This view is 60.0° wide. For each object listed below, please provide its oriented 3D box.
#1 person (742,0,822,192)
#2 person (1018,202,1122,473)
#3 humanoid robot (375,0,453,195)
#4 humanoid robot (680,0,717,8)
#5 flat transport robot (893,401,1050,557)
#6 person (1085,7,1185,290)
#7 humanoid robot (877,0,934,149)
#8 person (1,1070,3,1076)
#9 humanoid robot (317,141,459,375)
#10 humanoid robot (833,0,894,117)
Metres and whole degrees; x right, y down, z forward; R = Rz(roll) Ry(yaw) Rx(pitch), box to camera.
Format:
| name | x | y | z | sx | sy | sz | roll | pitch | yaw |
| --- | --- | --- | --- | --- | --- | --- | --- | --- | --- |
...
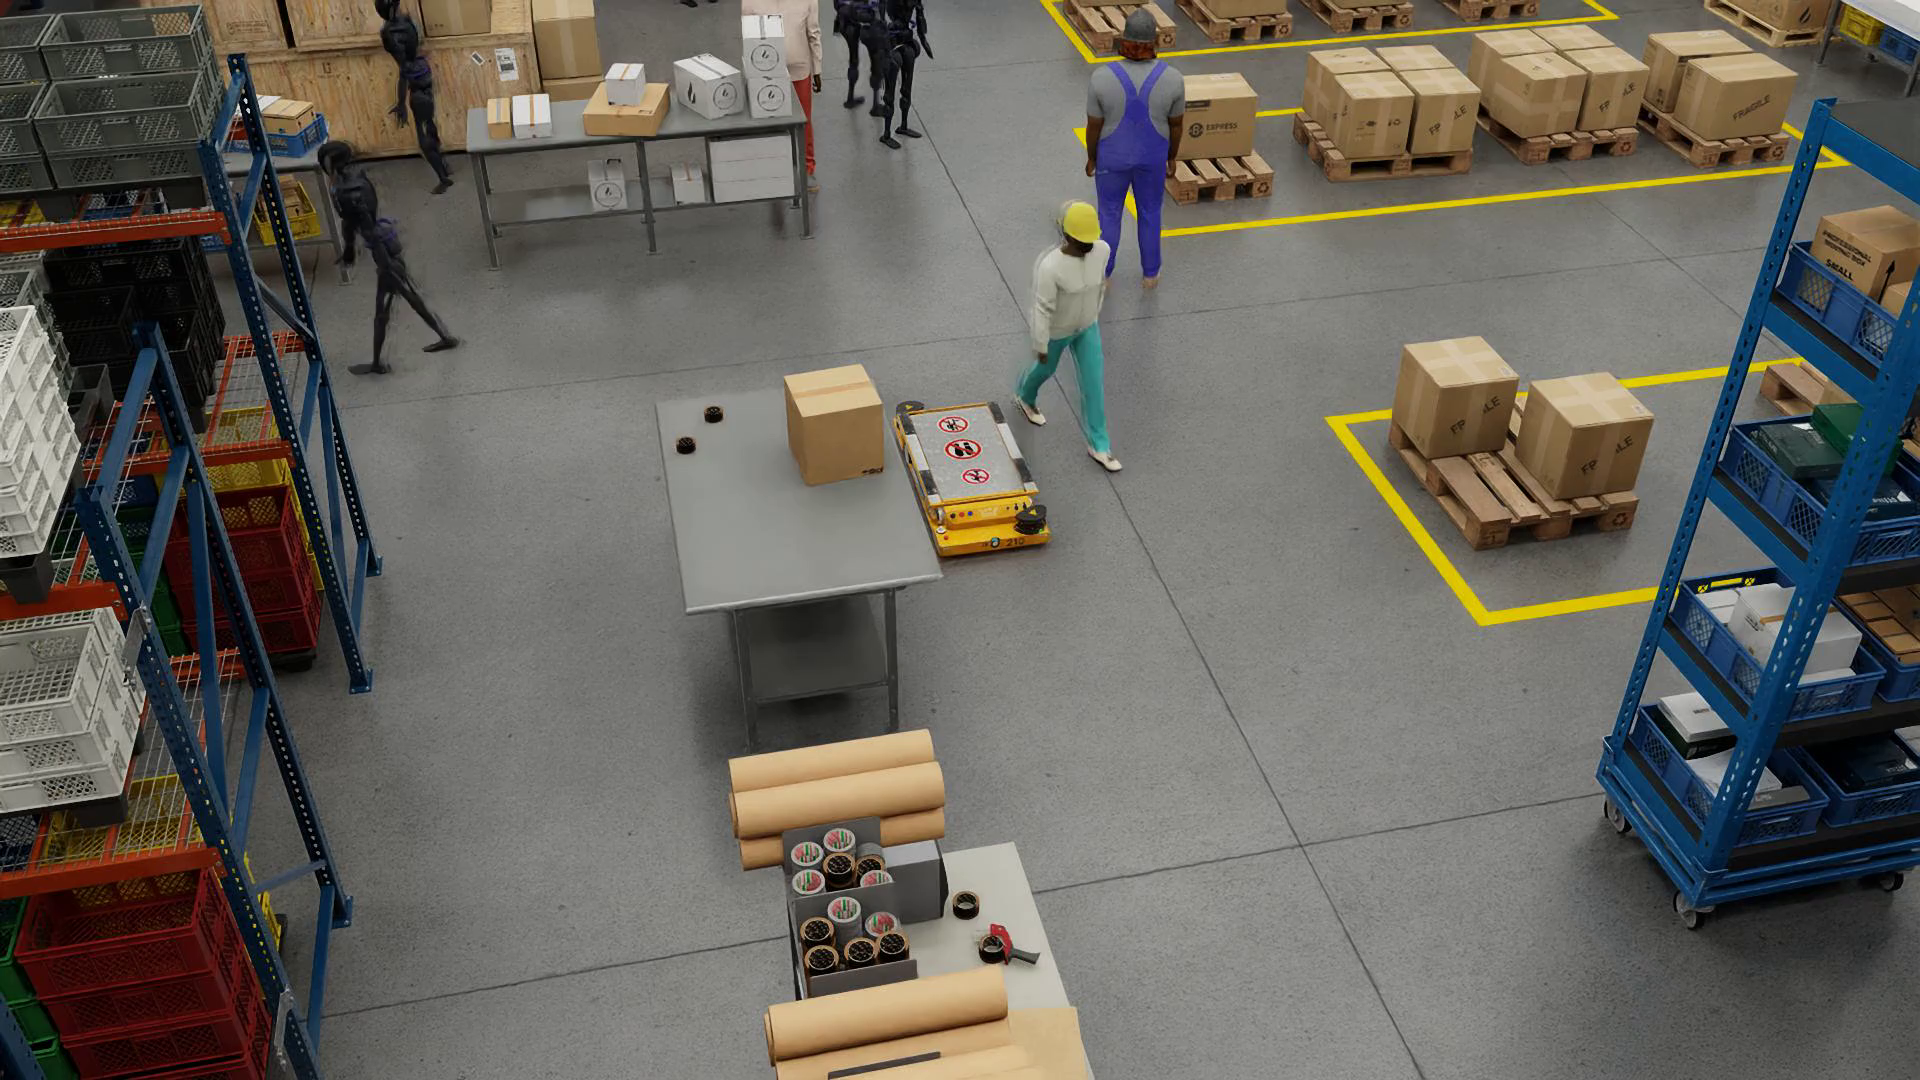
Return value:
| name | x | y | z | sx | sy | sz | roll | pitch | yaw |
| --- | --- | --- | --- | --- | --- | --- | --- | --- | --- |
| person | -1.379 | -3.673 | 13.056 | 0.615 | 1.986 | 0.405 | -6 | 37 | -7 |
| person | 0.645 | -1.311 | 10.097 | 0.537 | 1.708 | 0.939 | -19 | 41 | -23 |
| humanoid robot | -4.378 | -3.605 | 13.234 | 0.368 | 1.631 | 0.654 | -10 | 38 | -13 |
| humanoid robot | -2.729 | -6.253 | 16.765 | 0.601 | 1.657 | 0.323 | -19 | 40 | -23 |
| flat transport robot | 0.046 | -0.430 | 10.108 | 0.652 | 0.197 | 1.431 | -8 | 37 | -10 |
| person | 1.213 | -2.759 | 11.779 | 0.685 | 2.000 | 0.536 | 0 | 37 | 0 |
| humanoid robot | -0.483 | -4.142 | 13.927 | 0.324 | 1.657 | 0.602 | 26 | 44 | 30 |
| person | -2.801 | 2.221 | 5.217 | 0.572 | 1.883 | 0.359 | 24 | 43 | 29 |
| humanoid robot | -3.797 | -1.885 | 10.949 | 0.766 | 1.609 | 0.574 | -14 | 39 | -18 |
| humanoid robot | -0.831 | -4.555 | 14.497 | 0.587 | 1.650 | 0.424 | 22 | 42 | 27 |
